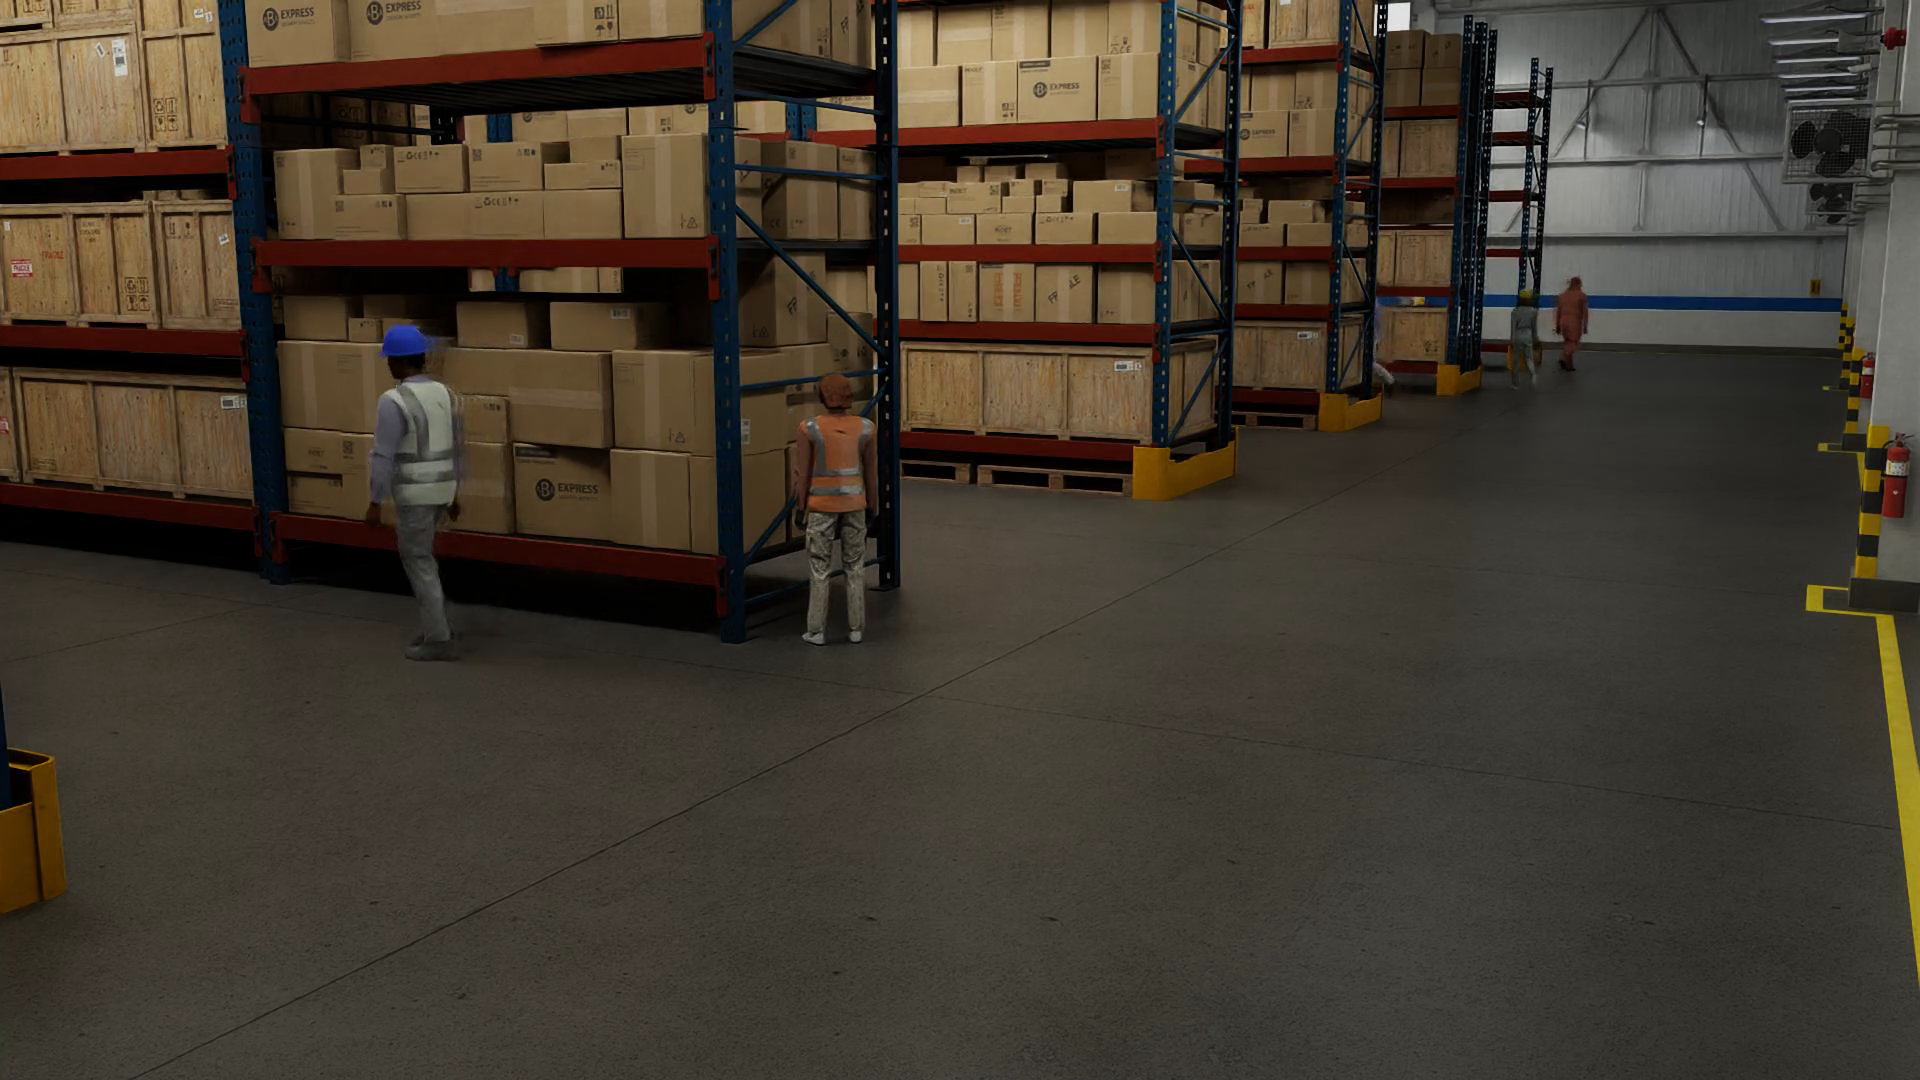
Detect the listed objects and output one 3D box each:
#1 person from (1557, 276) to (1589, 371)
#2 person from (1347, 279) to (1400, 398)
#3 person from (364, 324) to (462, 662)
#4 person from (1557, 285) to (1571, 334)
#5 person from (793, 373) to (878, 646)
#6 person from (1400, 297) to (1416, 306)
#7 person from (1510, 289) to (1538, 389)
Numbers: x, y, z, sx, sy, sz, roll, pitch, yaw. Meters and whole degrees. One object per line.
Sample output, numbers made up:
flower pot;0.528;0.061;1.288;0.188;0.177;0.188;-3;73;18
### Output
person;11.989;-4.233;32.650;0.612;1.882;0.688;-7;12;-35
person;6.608;-3.197;26.557;0.814;1.918;0.627;3;10;19
person;-3.126;-0.259;9.515;0.531;1.928;0.615;2;10;12
person;12.669;-4.469;34.482;0.590;1.720;0.737;1;10;8
person;-0.731;-0.180;9.898;0.526;1.630;0.323;-4;11;-22
person;8.920;-4.264;32.714;0.681;1.915;0.580;4;10;21
person;9.644;-3.422;28.423;0.486;1.722;0.663;-1;10;-3
